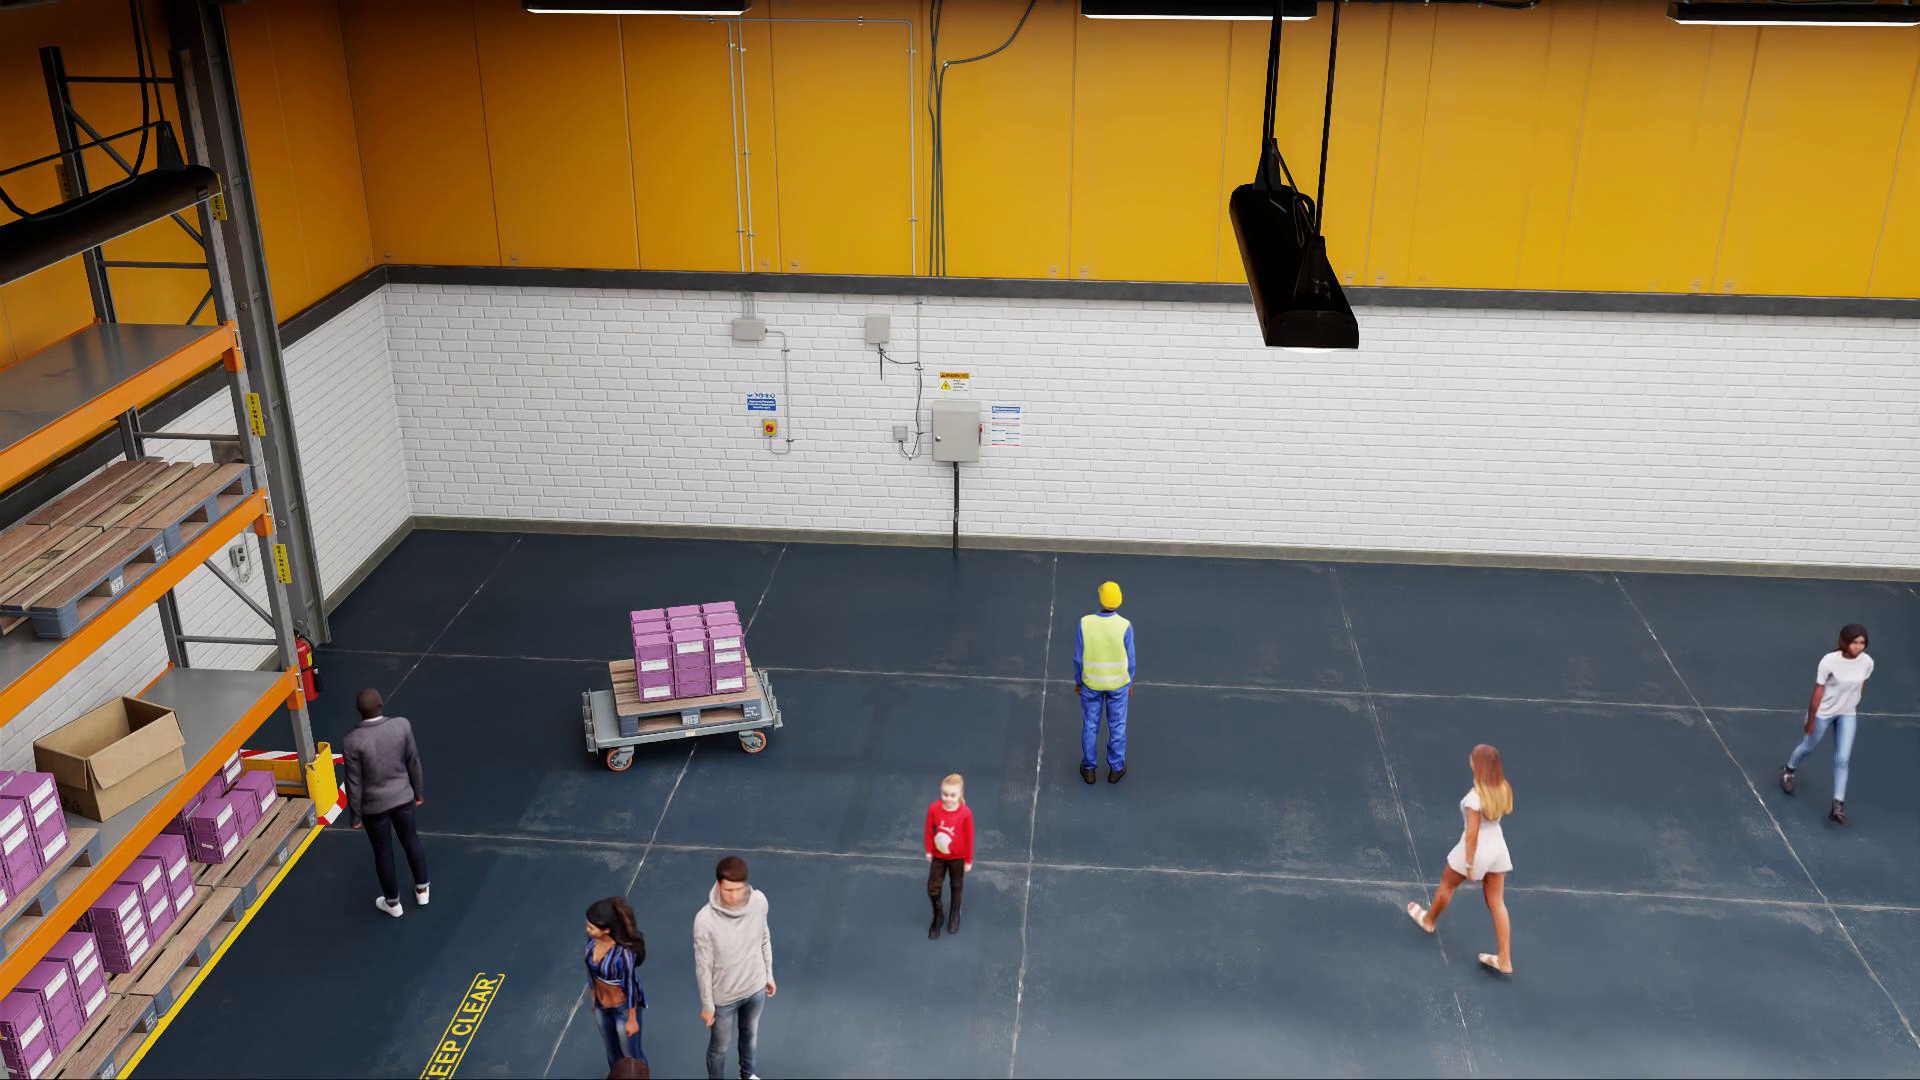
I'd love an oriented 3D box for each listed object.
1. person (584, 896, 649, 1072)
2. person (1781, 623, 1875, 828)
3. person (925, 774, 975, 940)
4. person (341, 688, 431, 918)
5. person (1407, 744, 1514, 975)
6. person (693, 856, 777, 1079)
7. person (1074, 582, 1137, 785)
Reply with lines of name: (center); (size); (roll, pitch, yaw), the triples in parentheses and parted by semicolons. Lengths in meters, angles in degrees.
person: (-2.080, 2.834, 10.098); (0.695, 1.618, 0.725); (19, 30, 36)
person: (6.953, 1.391, 13.332); (0.615, 1.673, 1.105); (1, 24, 2)
person: (-0.067, 2.220, 11.936); (0.524, 1.271, 0.575); (3, 24, 8)
person: (-4.134, 1.890, 12.011); (0.787, 1.816, 0.832); (-17, 29, -33)
person: (3.660, 2.220, 11.466); (0.995, 1.649, 1.166); (-13, 27, -28)
person: (-1.366, 2.699, 10.118); (0.753, 1.850, 0.806); (-18, 29, -35)
person: (1.186, 1.163, 13.680); (0.648, 1.812, 0.555); (2, 24, 5)
